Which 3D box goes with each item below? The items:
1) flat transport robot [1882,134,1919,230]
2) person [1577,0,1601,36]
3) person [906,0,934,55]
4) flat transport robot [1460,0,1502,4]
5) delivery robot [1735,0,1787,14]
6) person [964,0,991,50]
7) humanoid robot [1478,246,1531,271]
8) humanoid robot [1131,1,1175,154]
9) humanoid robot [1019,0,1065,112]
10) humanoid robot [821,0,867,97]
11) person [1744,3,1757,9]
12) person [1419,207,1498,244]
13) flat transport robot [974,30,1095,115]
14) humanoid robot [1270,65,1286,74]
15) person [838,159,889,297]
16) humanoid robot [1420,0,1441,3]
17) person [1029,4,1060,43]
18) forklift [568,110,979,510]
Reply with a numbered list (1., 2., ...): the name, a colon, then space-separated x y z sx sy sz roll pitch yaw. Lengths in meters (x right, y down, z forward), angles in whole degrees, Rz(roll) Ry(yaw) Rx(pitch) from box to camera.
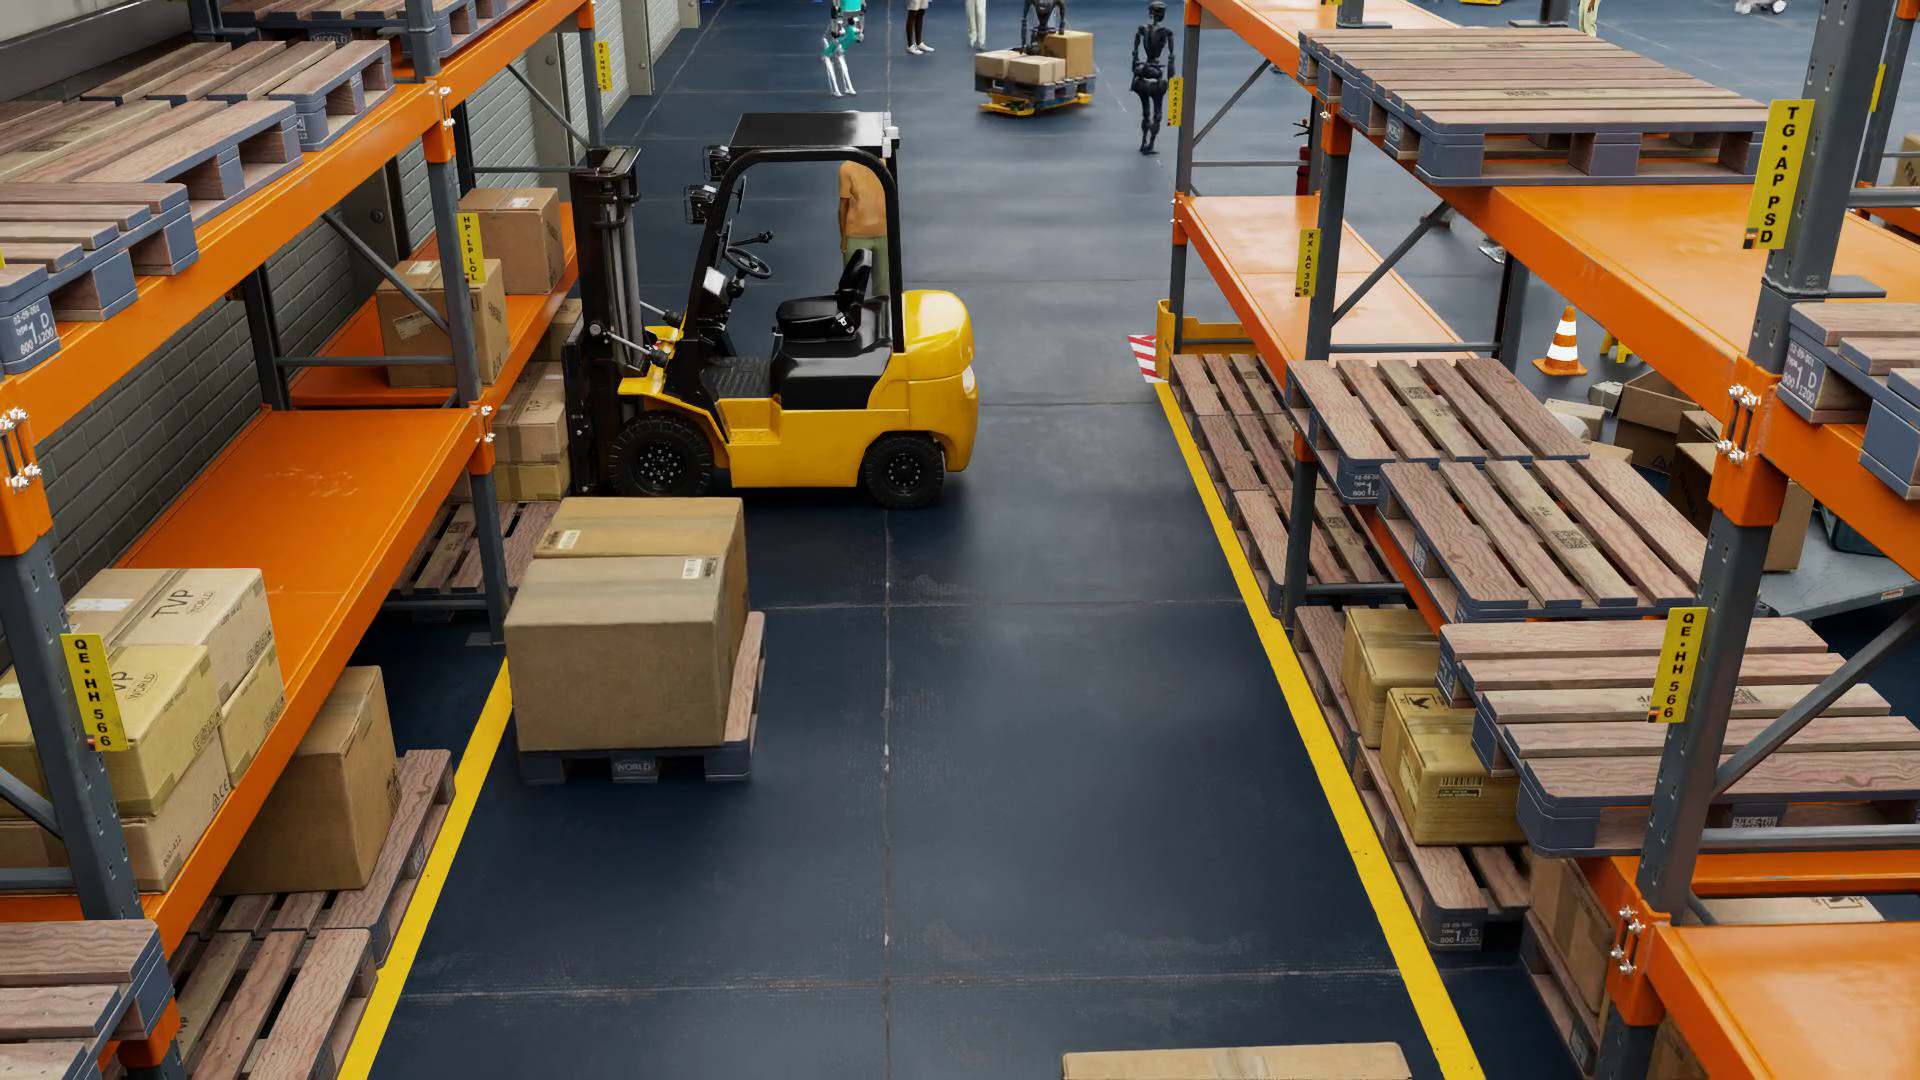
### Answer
1. flat transport robot: 8.067 -2.039 13.623 1.431 0.231 0.659 15 29 28
2. person: 8.968 -7.677 23.662 0.397 1.893 0.534 1 25 2
3. person: -0.625 -8.284 24.940 0.378 1.898 0.542 14 29 27
4. flat transport robot: 9.692 -9.991 30.461 0.659 0.231 1.431 15 29 28
5. delivery robot: 14.009 -9.471 29.044 0.813 0.610 0.499 0 25 -1
6. person: 0.203 -8.334 25.255 0.583 1.718 0.801 4 26 9
7. humanoid robot: 4.911 -3.026 14.018 0.536 1.738 1.026 -21 33 -38
8. humanoid robot: 2.153 -5.179 18.627 0.610 1.643 0.305 21 33 38
9. humanoid robot: 1.018 -6.214 20.814 0.584 1.645 0.522 5 26 10
10. humanoid robot: -1.557 -6.664 21.625 0.530 1.729 0.733 -20 32 -36
11. person: 14.232 -10.345 29.319 0.842 1.882 0.511 -2 25 -4
12. person: 4.795 -3.686 15.235 1.047 1.884 0.644 22 33 39
13. flat transport robot: 0.973 -5.637 21.240 0.659 0.231 1.431 22 33 38
14. humanoid robot: 4.602 -7.398 23.336 0.447 1.636 0.601 16 29 30
15. person: -0.685 -2.255 12.383 0.439 1.717 0.353 -9 27 -19
16. humanoid robot: 8.615 -10.578 30.061 0.307 1.654 0.608 -20 32 -36
17. person: 1.249 -7.831 24.086 0.617 1.812 0.391 20 32 36
18. forklift: -1.043 -1.379 9.976 2.313 2.155 1.214 -1 25 -2
